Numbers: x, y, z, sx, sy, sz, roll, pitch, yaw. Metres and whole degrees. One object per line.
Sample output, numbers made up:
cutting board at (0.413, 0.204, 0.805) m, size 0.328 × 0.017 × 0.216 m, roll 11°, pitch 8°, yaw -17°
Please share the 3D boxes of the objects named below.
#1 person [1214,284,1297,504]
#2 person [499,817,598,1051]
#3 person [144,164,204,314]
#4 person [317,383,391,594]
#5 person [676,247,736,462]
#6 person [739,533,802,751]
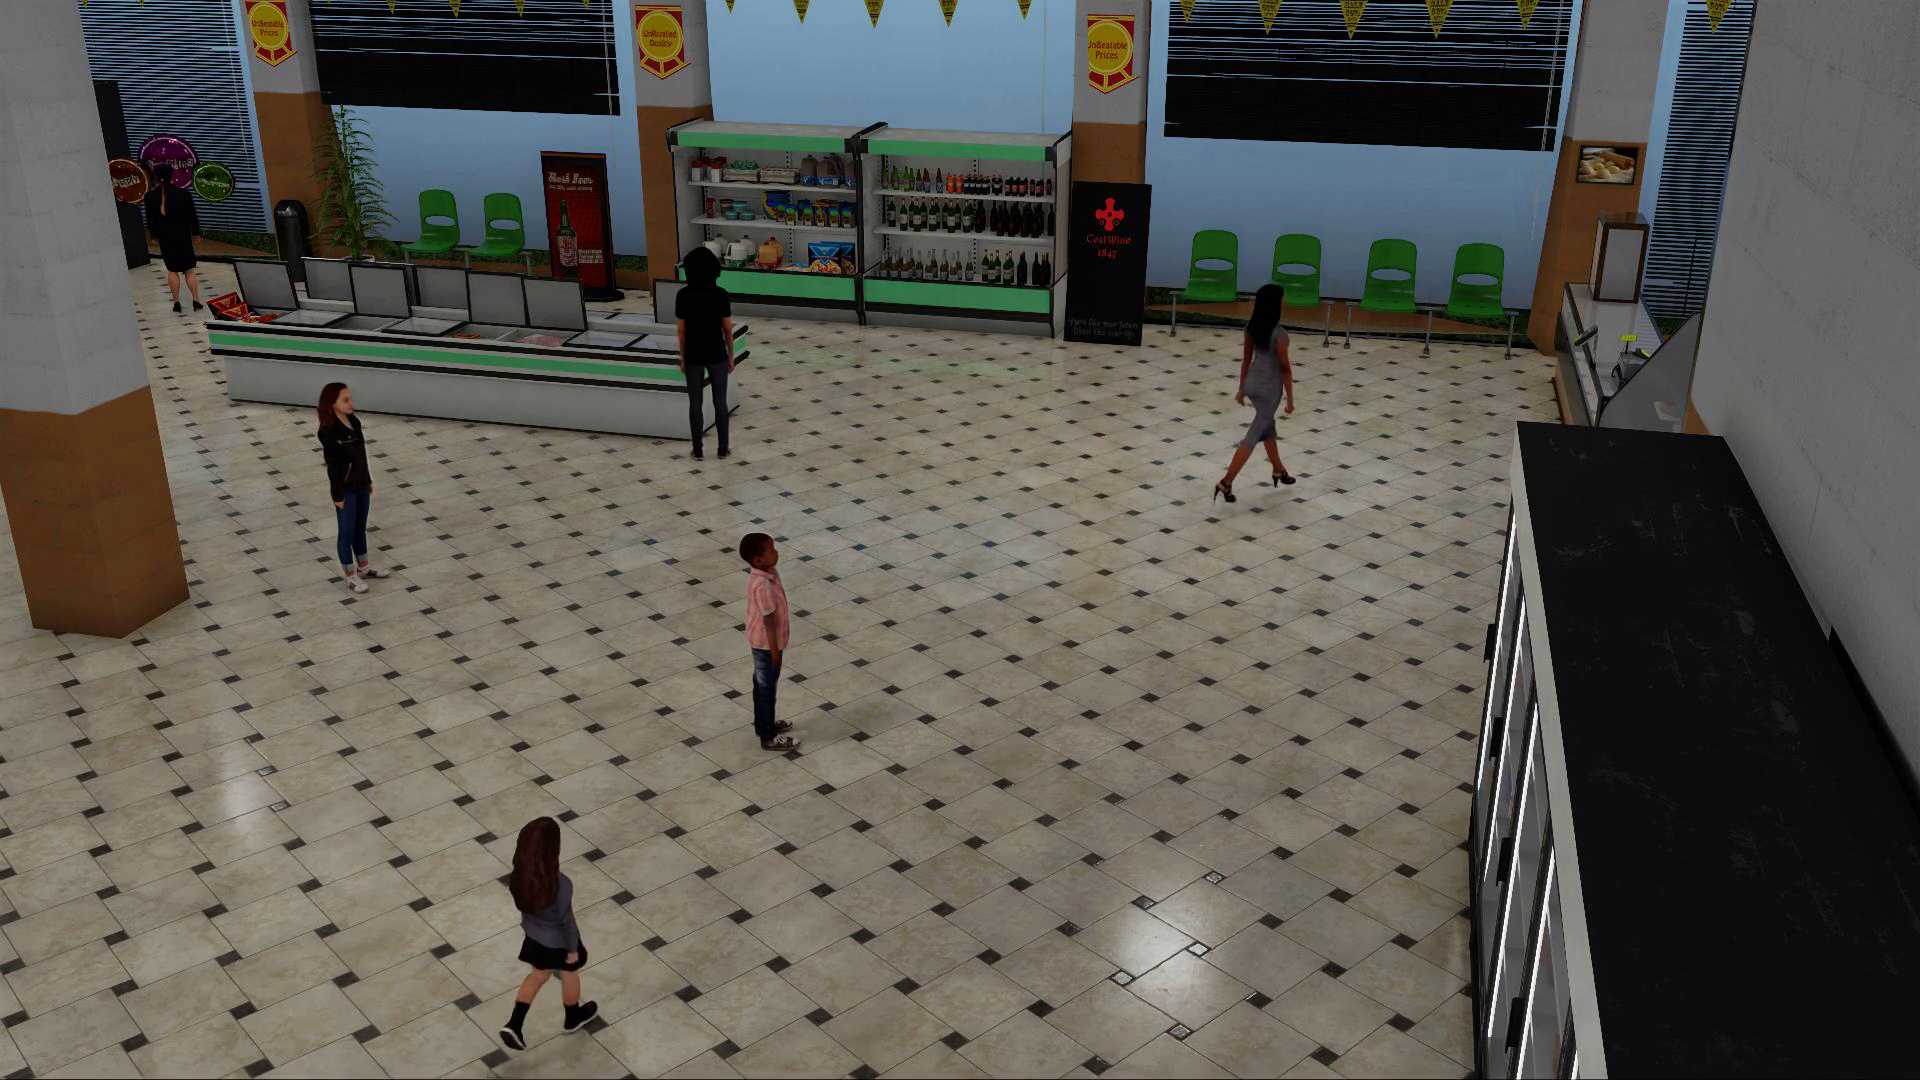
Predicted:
person at (2.311, -1.097, 13.068) m, size 1.144 × 1.732 × 1.104 m, roll -13°, pitch 25°, yaw -29°
person at (-1.777, 1.672, 7.033) m, size 0.704 × 1.094 × 0.651 m, roll 13°, pitch 25°, yaw 30°
person at (-8.957, -3.434, 18.965) m, size 0.776 × 1.671 × 0.869 m, roll -8°, pitch 23°, yaw -19°
person at (-4.278, -0.388, 11.634) m, size 0.509 × 1.485 × 0.556 m, roll 5°, pitch 22°, yaw 12°
person at (-2.166, -1.579, 14.134) m, size 0.604 × 1.830 × 0.750 m, roll -3°, pitch 22°, yaw -8°
person at (-1.114, 0.565, 9.501) m, size 0.618 × 1.307 × 0.583 m, roll -6°, pitch 23°, yaw -14°
